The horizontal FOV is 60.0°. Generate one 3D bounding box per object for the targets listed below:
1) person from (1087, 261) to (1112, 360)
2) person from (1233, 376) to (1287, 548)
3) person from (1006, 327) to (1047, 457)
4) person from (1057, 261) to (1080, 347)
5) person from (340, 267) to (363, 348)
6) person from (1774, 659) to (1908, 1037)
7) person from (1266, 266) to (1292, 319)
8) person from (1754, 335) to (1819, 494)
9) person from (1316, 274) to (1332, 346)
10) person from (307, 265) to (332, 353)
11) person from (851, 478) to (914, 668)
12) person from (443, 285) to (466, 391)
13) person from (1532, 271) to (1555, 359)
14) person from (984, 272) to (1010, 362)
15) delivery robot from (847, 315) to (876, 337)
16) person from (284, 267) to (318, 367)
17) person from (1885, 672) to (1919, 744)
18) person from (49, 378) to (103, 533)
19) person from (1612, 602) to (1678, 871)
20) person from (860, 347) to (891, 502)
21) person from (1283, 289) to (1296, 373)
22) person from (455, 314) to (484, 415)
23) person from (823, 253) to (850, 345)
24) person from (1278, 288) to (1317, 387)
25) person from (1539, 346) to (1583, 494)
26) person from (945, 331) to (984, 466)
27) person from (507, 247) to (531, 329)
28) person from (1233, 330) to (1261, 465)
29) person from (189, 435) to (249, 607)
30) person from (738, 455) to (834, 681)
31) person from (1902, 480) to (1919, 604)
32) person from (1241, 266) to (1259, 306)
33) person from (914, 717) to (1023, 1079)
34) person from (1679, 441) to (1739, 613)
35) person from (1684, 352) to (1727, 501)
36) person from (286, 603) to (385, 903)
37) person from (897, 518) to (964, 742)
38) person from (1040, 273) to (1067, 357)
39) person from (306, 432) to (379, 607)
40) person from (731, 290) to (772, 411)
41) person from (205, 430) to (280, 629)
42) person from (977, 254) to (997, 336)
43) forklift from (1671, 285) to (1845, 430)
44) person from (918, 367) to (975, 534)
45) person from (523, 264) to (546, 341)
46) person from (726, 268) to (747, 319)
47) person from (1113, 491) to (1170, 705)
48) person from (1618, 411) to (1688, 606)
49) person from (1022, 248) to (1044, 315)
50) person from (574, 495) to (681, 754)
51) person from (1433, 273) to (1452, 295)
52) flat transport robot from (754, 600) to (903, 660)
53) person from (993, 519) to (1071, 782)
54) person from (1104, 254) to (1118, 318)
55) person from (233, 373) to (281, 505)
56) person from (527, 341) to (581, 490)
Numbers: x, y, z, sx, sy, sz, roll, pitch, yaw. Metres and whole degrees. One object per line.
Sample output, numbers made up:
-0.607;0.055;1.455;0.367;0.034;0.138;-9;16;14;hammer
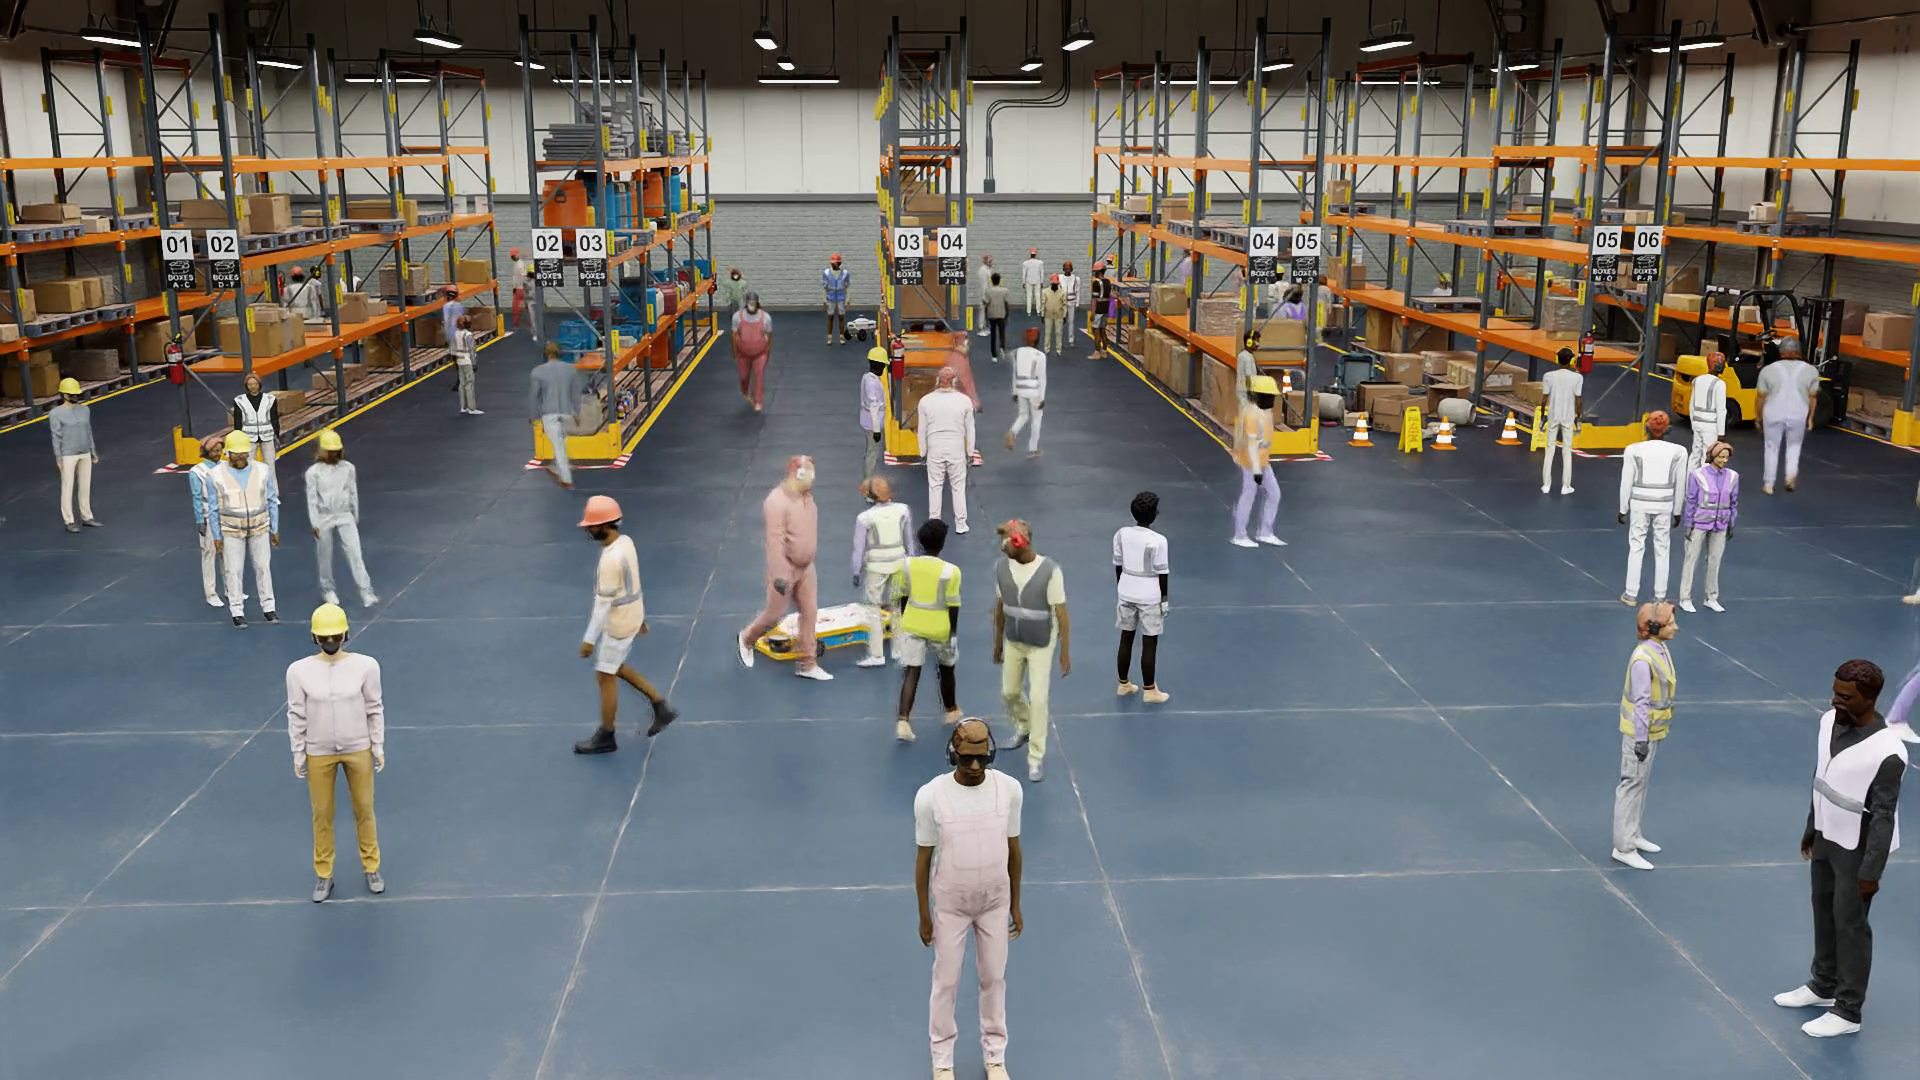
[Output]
2.874;-4.724;34.317;0.410;2.027;0.628;9;16;35;person
3.321;-0.833;18.094;0.722;1.899;0.622;8;15;30;person
0.945;-2.065;23.373;0.588;1.853;0.608;9;16;34;person
2.342;-5.168;36.494;0.575;1.885;0.355;0;13;1;person
-13.309;-5.125;36.397;0.565;1.846;0.390;6;14;23;person
4.376;1.501;8.194;0.397;1.911;0.588;0;13;-2;person
6.626;-4.750;34.672;0.589;1.915;0.409;-8;16;-31;person
10.412;-1.596;21.029;0.703;2.000;0.537;5;14;21;person
7.887;-5.039;36.522;0.611;1.611;0.504;-9;16;-34;person
-13.739;-4.928;35.540;0.515;1.861;0.319;10;17;38;person
-0.637;0.277;14.016;0.615;1.612;0.420;-7;15;-27;person
-9.123;-3.654;30.101;0.462;1.886;0.665;4;14;16;person
12.122;-4.686;34.599;0.406;1.824;0.586;2;13;8;person
0.758;-4.518;33.810;0.535;1.853;0.653;0;13;-1;person
-2.241;-4.883;37.934;0.477;0.478;0.707;10;17;37;delivery robot
-13.199;-4.471;33.352;0.621;1.989;1.076;-6;14;-23;person
7.193;0.680;11.906;0.506;1.809;1.049;-7;15;-27;person
-10.088;-0.975;18.991;0.329;1.765;0.533;5;14;22;person
4.180;1.175;10.153;0.309;1.639;0.515;8;15;30;person
-1.047;-1.429;20.585;0.382;1.917;0.585;-2;13;-8;person
6.414;-4.081;32.431;0.287;1.631;0.501;11;17;39;person
-8.098;-2.878;27.321;0.307;1.641;0.513;-13;18;-43;person
-2.739;-5.344;36.910;0.608;2.039;0.395;-1;13;-2;person
6.155;-3.711;30.506;0.624;1.797;0.893;-5;14;-22;person
7.600;-1.513;21.043;0.515;1.873;0.329;7;15;27;person
0.054;-1.878;22.533;0.649;1.884;0.677;-1;13;-3;person
-10.689;-6.075;40.153;0.826;1.954;0.654;-4;14;-15;person
3.967;-1.960;22.954;0.328;1.865;0.521;-1;13;-3;person
-7.115;-0.189;15.934;0.307;1.637;0.512;6;14;22;person
-1.439;0.215;13.729;0.839;1.868;0.663;8;16;31;person
9.260;-0.235;15.711;0.429;1.839;0.626;0;13;-1;person
6.231;-5.022;35.836;0.397;1.910;0.585;-1;13;-4;person
0.044;1.674;7.626;0.501;1.838;0.341;-3;14;-14;person
7.055;-0.123;15.670;0.514;1.634;0.313;-1;13;-6;person
9.173;-1.366;20.390;0.344;1.882;0.585;-3;14;-12;person
-3.609;1.223;9.668;0.525;1.772;0.304;-5;14;-20;person
-0.248;0.663;12.294;0.541;1.659;0.853;5;14;22;person
1.962;-4.705;34.808;0.563;1.755;0.320;1;13;5;person
-5.876;-0.169;15.715;0.501;1.695;0.880;-10;16;-35;person
-3.476;-3.196;27.805;0.687;2.000;0.729;-1;13;-4;person
-6.517;-0.102;15.168;0.594;1.824;0.403;-9;16;-33;person
0.637;-5.693;38.733;0.540;1.890;0.696;0;13;-2;person
12.503;-2.886;26.166;2.313;2.155;1.214;-1;13;-3;forklift
-0.150;-1.007;18.823;0.651;1.906;0.403;0;13;2;person
-9.686;-5.423;37.893;0.499;1.727;0.574;-4;14;-15;person
-5.183;-5.527;38.610;0.494;1.602;0.717;-2;14;-10;person
1.435;0.452;13.089;0.317;1.696;0.538;-13;18;-43;person
6.582;-0.294;15.854;0.575;1.882;0.361;4;14;15;person
1.908;-6.747;43.463;0.563;1.753;0.335;0;13;-1;person
-2.430;0.610;11.951;0.794;1.915;0.598;-1;13;-3;person
10.108;-4.691;34.774;0.530;1.750;0.538;-2;13;-8;person
-1.145;0.786;14.727;1.431;0.197;0.652;-9;16;-33;flat transport robot
0.570;0.737;11.642;0.756;1.816;0.629;8;15;30;person
3.691;-6.191;41.151;0.579;1.739;0.380;8;15;30;person
-8.559;-1.218;20.287;0.517;1.641;0.308;-7;15;-26;person
-5.276;-1.627;21.502;0.645;1.881;1.029;-12;18;-41;person
